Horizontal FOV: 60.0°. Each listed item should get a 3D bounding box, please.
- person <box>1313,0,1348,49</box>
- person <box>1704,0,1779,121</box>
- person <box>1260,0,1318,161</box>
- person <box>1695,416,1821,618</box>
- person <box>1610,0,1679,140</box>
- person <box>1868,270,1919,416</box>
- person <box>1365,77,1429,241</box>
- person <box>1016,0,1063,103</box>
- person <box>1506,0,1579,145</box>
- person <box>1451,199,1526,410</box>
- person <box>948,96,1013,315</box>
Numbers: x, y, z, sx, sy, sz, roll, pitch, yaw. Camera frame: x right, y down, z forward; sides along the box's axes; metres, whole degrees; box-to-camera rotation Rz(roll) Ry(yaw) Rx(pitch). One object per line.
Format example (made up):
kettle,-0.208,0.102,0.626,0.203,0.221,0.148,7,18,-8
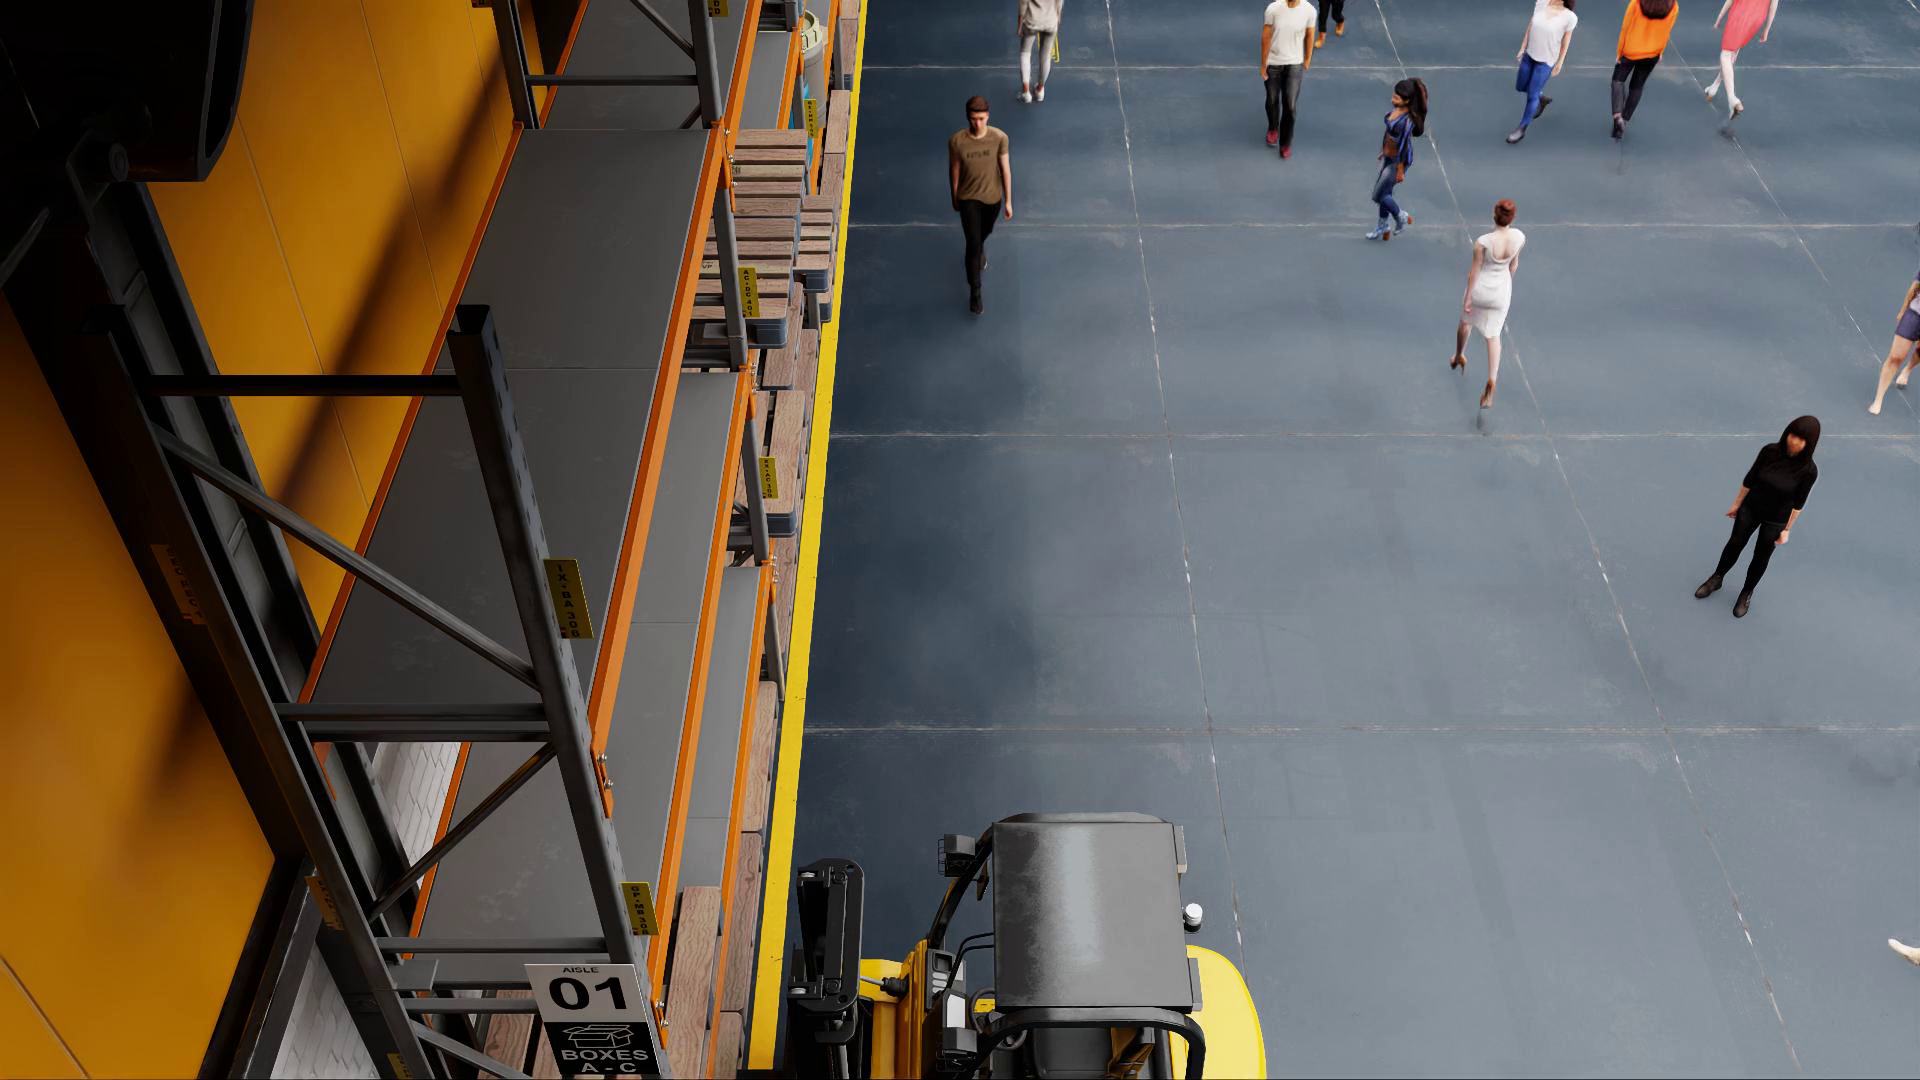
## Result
person,3.940,-5.797,17.446,0.712,1.214,0.818,24,49,23
person,7.623,-4.933,16.125,0.646,1.786,1.095,-1,44,-1
person,3.075,-4.566,15.744,0.738,1.780,0.880,7,44,7
person,5.452,-0.188,11.249,0.637,1.640,0.693,34,53,30
person,6.467,-4.564,15.774,0.680,1.736,0.794,5,44,6
person,7.575,-1.754,12.984,0.939,1.516,1.091,26,50,25
person,3.876,-3.308,14.544,0.705,1.614,0.599,-2,44,-2
person,0.804,-5.049,16.304,0.661,1.706,0.686,-6,44,-6
person,5.592,-4.594,15.856,0.960,1.666,0.931,-28,50,-26
person,4.112,-1.814,12.868,0.600,1.761,1.083,-2,44,-2
person,0.170,-2.919,13.991,0.815,1.814,1.285,-7,44,-7
